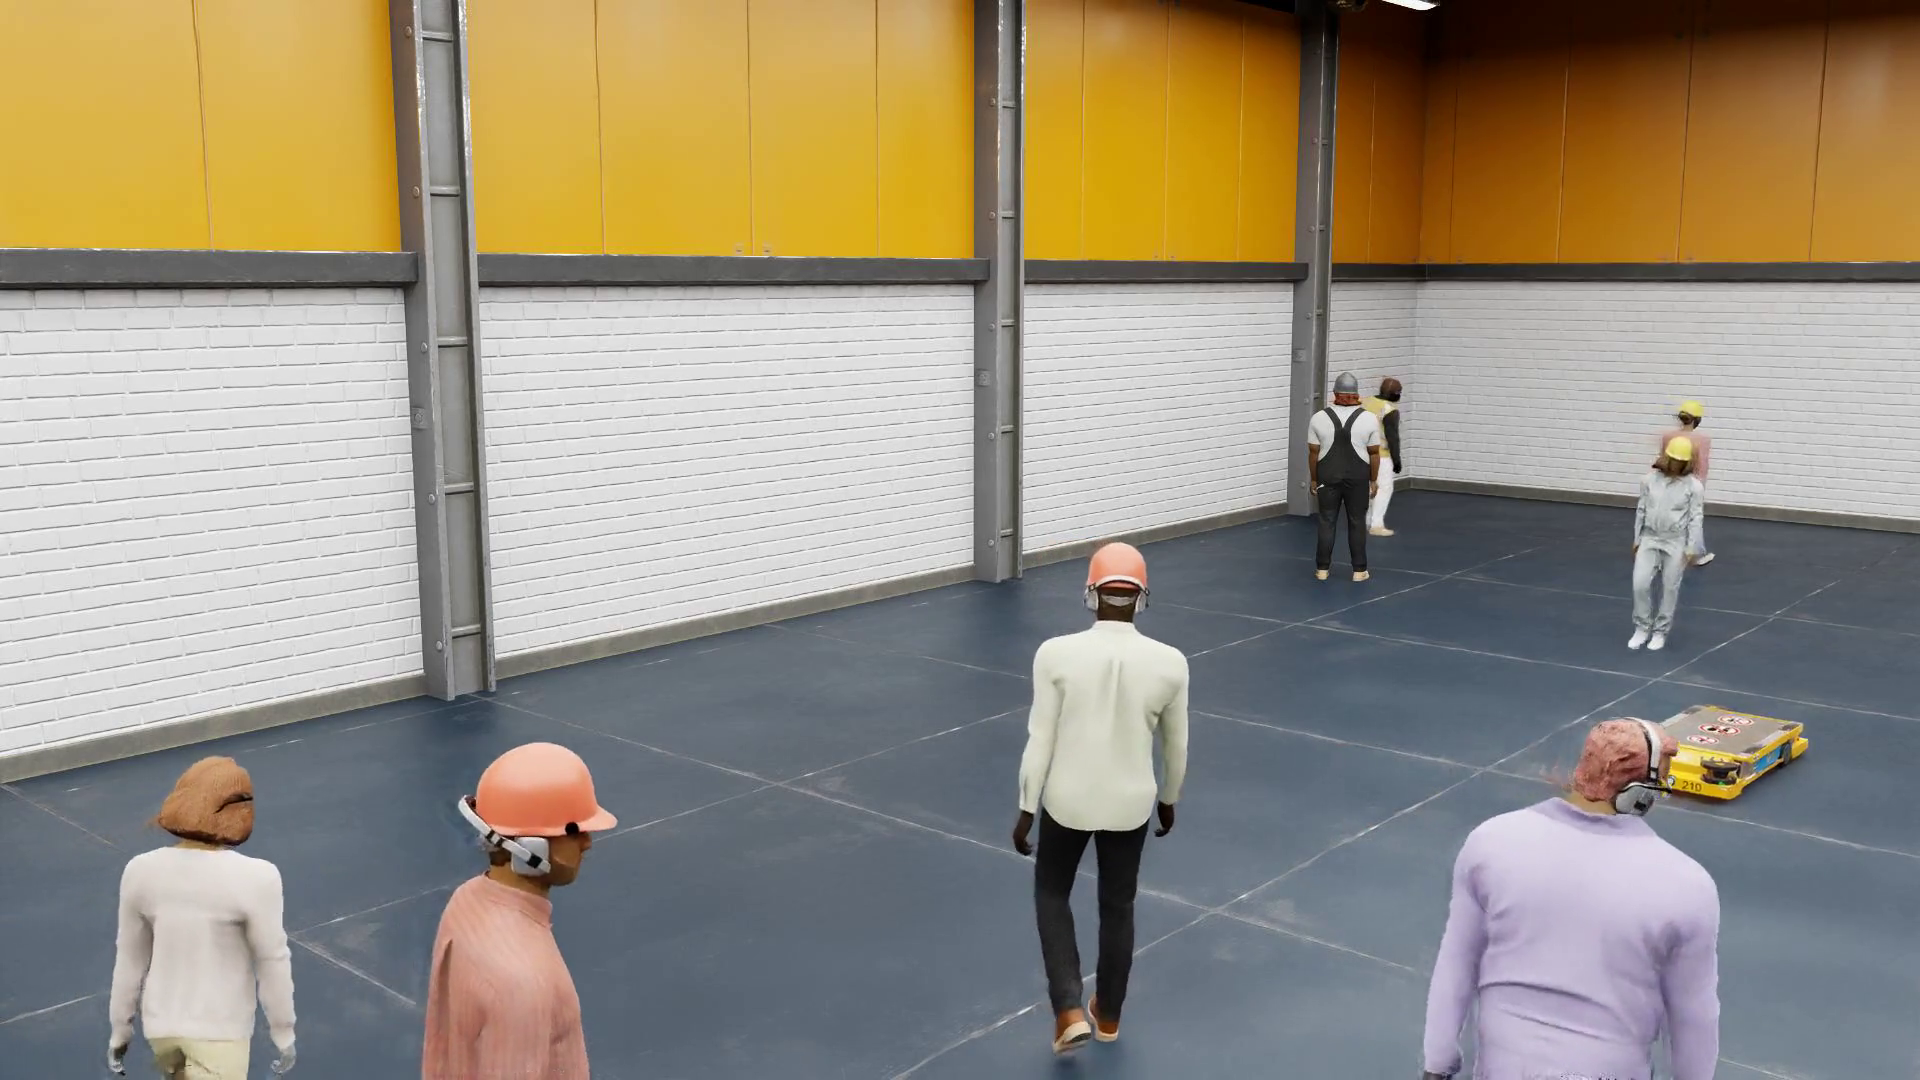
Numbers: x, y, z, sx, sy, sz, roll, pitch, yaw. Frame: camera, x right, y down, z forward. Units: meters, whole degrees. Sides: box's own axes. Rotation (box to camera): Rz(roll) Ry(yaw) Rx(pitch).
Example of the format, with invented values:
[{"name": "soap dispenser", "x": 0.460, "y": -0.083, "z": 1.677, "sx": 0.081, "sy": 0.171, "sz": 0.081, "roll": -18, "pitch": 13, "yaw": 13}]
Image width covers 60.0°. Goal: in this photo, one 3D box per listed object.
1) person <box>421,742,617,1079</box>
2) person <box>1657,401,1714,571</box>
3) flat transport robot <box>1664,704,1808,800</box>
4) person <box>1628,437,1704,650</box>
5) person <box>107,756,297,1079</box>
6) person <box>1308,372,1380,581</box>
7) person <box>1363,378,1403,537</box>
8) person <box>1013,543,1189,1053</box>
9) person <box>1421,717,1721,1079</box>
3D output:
[{"name": "person", "x": -0.912, "y": 1.410, "z": 3.768, "sx": 0.768, "sy": 1.962, "sz": 0.611, "roll": -6, "pitch": 11, "yaw": -31}, {"name": "person", "x": 7.318, "y": -0.546, "z": 16.777, "sx": 0.897, "sy": 1.711, "sz": 0.545, "roll": -7, "pitch": 11, "yaw": -37}, {"name": "flat transport robot", "x": 4.554, "y": 1.252, "z": 10.034, "sx": 0.652, "sy": 0.197, "sz": 1.431, "roll": 8, "pitch": 12, "yaw": 42}, {"name": "person", "x": 5.548, "y": 0.039, "z": 13.092, "sx": 0.514, "sy": 1.713, "sz": 0.521, "roll": 7, "pitch": 11, "yaw": 37}, {"name": "person", "x": -2.217, "y": 1.432, "z": 4.792, "sx": 0.545, "sy": 1.583, "sz": 0.857, "roll": 2, "pitch": 9, "yaw": 13}, {"name": "person", "x": 3.755, "y": -0.621, "z": 16.260, "sx": 0.688, "sy": 2.000, "sz": 0.539, "roll": 3, "pitch": 9, "yaw": 18}, {"name": "person", "x": 4.836, "y": -0.960, "z": 19.140, "sx": 0.432, "sy": 1.808, "sz": 0.696, "roll": -3, "pitch": 9, "yaw": -17}, {"name": "person", "x": 0.538, "y": 1.004, "z": 6.273, "sx": 0.677, "sy": 1.975, "sz": 0.728, "roll": -1, "pitch": 9, "yaw": -4}, {"name": "person", "x": 1.568, "y": 1.375, "z": 4.274, "sx": 0.670, "sy": 1.867, "sz": 0.483, "roll": 7, "pitch": 11, "yaw": 36}]
